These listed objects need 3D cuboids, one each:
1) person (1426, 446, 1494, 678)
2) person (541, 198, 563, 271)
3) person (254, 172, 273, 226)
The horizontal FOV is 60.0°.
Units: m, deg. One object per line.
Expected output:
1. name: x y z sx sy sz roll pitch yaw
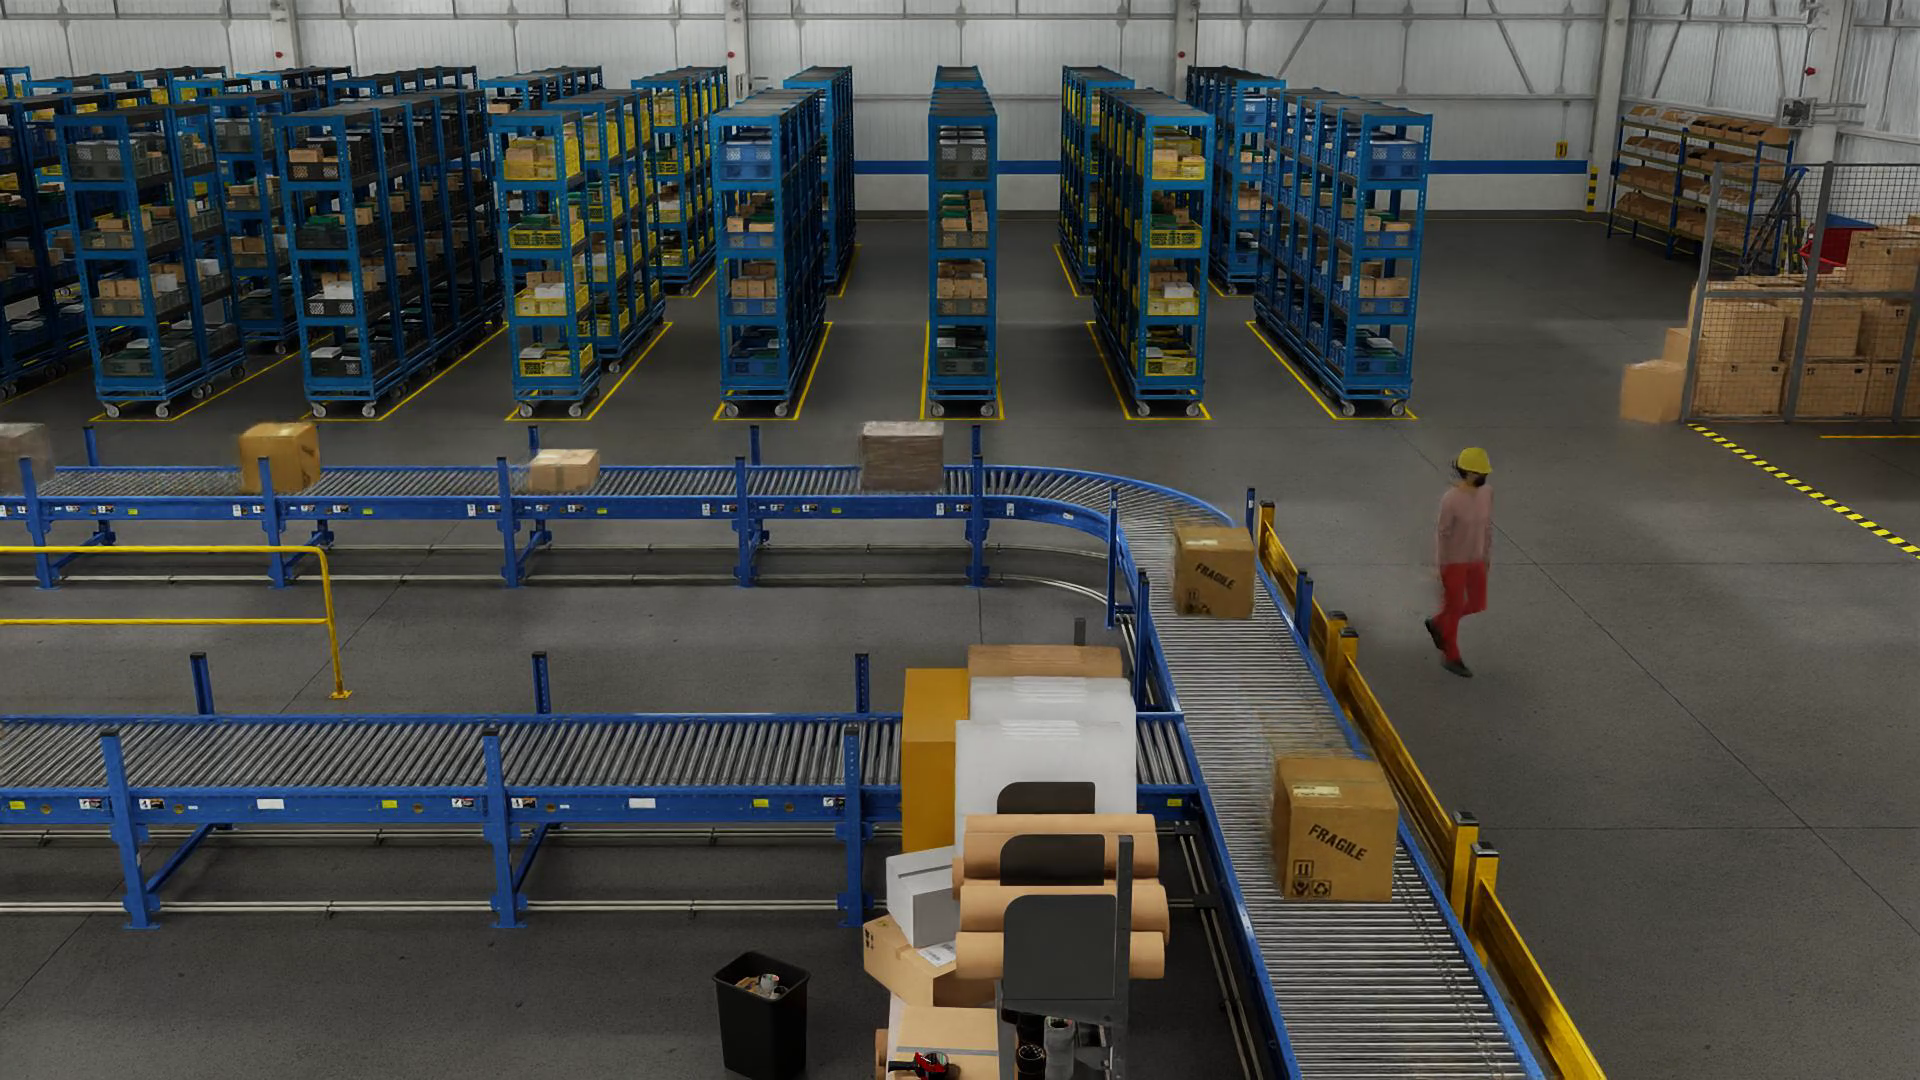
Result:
1. person: 3.714 0.131 12.385 0.543 1.752 0.485 -10 21 -29
2. person: -6.471 -4.585 26.795 0.590 1.834 0.404 -6 19 -18
3. person: -14.113 -6.817 33.661 0.389 1.838 0.563 -3 18 -10
